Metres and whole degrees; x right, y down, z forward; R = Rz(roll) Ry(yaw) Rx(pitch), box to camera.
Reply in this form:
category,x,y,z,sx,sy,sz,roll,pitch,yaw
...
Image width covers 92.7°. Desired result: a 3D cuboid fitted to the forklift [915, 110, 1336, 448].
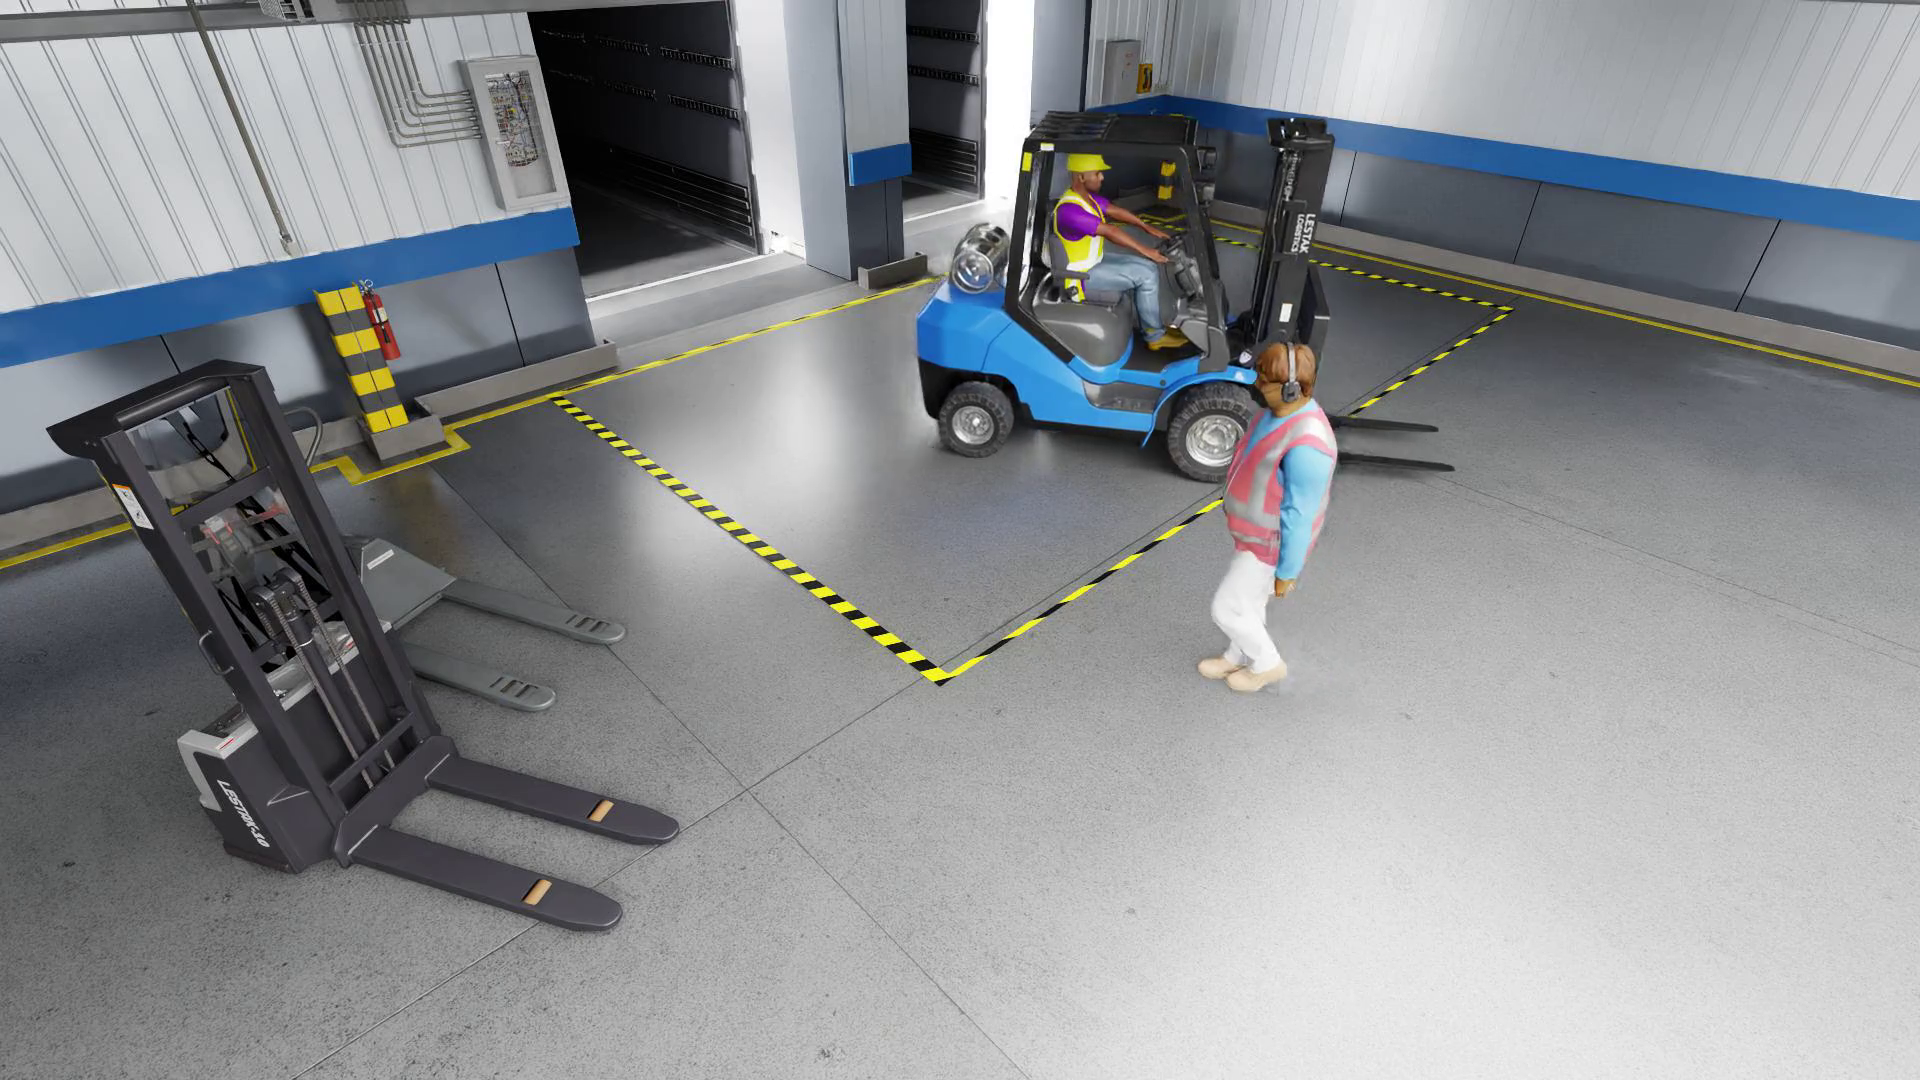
category,x,y,z,sx,sy,sz,roll,pitch,yaw
forklift,1.076,-1.799,6.304,2.680,2.036,1.157,8,35,11

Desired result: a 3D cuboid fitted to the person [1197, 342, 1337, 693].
category,x,y,z,sx,sy,sz,roll,pitch,yaw
person,1.390,-0.019,4.155,0.444,1.823,0.652,2,34,3

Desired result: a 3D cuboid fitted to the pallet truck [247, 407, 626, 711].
category,x,y,z,sx,sy,sz,roll,pitch,yaw
pallet truck,-2.628,0.038,4.590,1.601,1.201,0.680,12,36,18

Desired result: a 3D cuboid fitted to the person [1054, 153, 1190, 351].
category,x,y,z,sx,sy,sz,roll,pitch,yaw
person,1.133,-1.942,6.181,1.004,1.294,0.635,8,35,11

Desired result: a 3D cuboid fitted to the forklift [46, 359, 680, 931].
category,x,y,z,sx,sy,sz,roll,pitch,yaw
forklift,-2.135,0.422,3.354,1.885,1.965,0.823,10,35,14
